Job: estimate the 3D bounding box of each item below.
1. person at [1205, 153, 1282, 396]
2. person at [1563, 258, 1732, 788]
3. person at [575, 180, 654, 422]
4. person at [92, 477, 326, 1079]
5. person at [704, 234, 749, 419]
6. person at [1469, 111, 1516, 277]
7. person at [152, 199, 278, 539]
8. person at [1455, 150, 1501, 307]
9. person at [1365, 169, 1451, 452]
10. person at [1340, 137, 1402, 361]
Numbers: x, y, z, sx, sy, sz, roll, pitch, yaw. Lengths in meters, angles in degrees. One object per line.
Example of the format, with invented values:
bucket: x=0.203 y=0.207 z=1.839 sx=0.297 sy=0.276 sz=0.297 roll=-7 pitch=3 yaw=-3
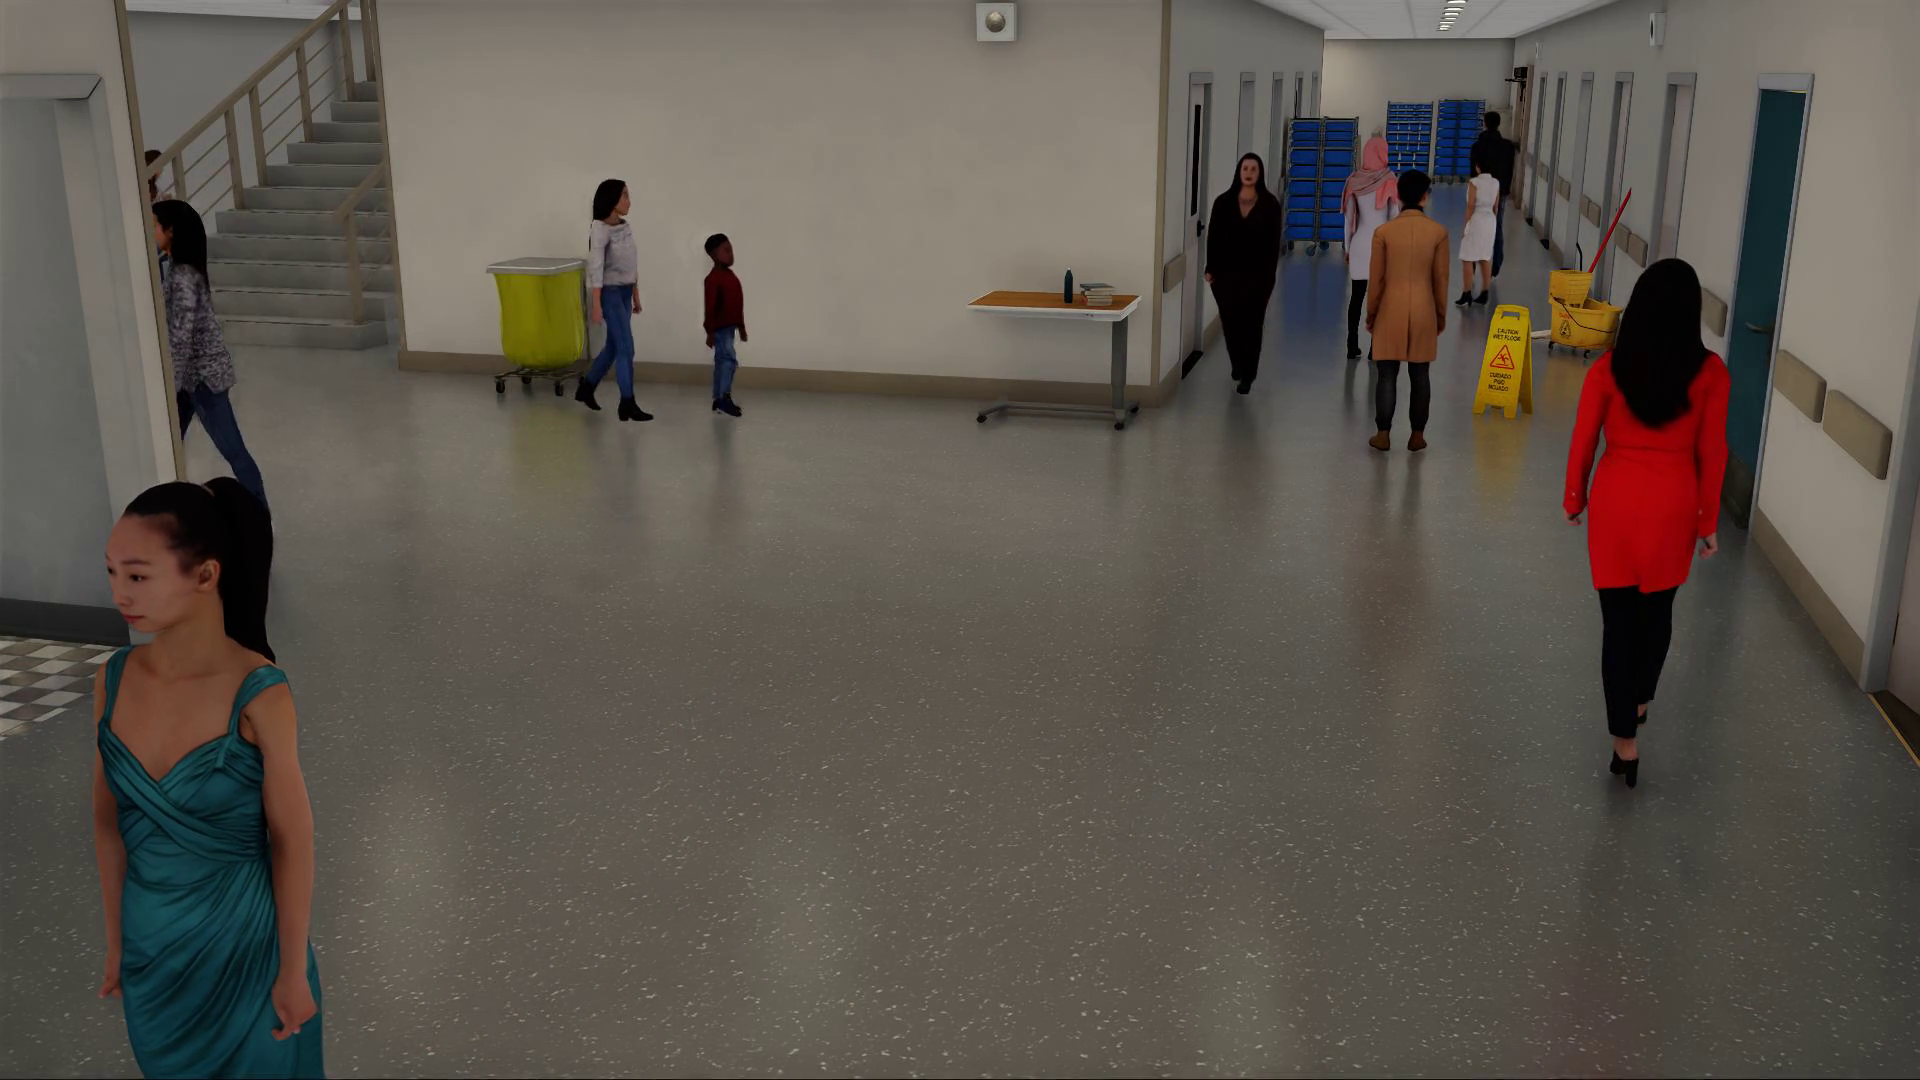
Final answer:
person: x=2.083 y=-1.938 z=12.266 sx=0.715 sy=1.703 sz=1.146 roll=5 pitch=17 yaw=18
person: x=2.231 y=-0.019 z=5.422 sx=0.646 sy=1.724 sz=0.843 roll=5 pitch=16 yaw=17
person: x=-2.414 y=-1.612 z=11.315 sx=0.710 sy=1.592 sz=0.825 roll=6 pitch=17 yaw=21
person: x=-1.267 y=0.722 z=2.859 sx=0.549 sy=1.688 sz=0.465 roll=4 pitch=16 yaw=14
person: x=-1.692 y=-1.480 z=11.482 sx=0.557 sy=1.247 sz=0.445 roll=5 pitch=16 yaw=16
person: x=6.047 y=-3.877 z=18.886 sx=0.876 sy=1.844 sz=1.293 roll=0 pitch=16 yaw=1
person: x=-3.660 y=-0.797 z=8.223 sx=1.082 sy=1.702 sz=1.069 roll=-6 pitch=17 yaw=-22
person: x=5.289 y=-3.163 z=16.900 sx=0.667 sy=1.547 sz=0.709 roll=-7 pitch=17 yaw=-24
person: x=2.758 y=-1.412 z=10.281 sx=0.658 sy=1.726 sz=0.634 roll=3 pitch=16 yaw=10
person: x=3.392 y=-2.397 z=13.709 sx=0.713 sy=1.804 sz=0.708 roll=10 pitch=19 yaw=33
